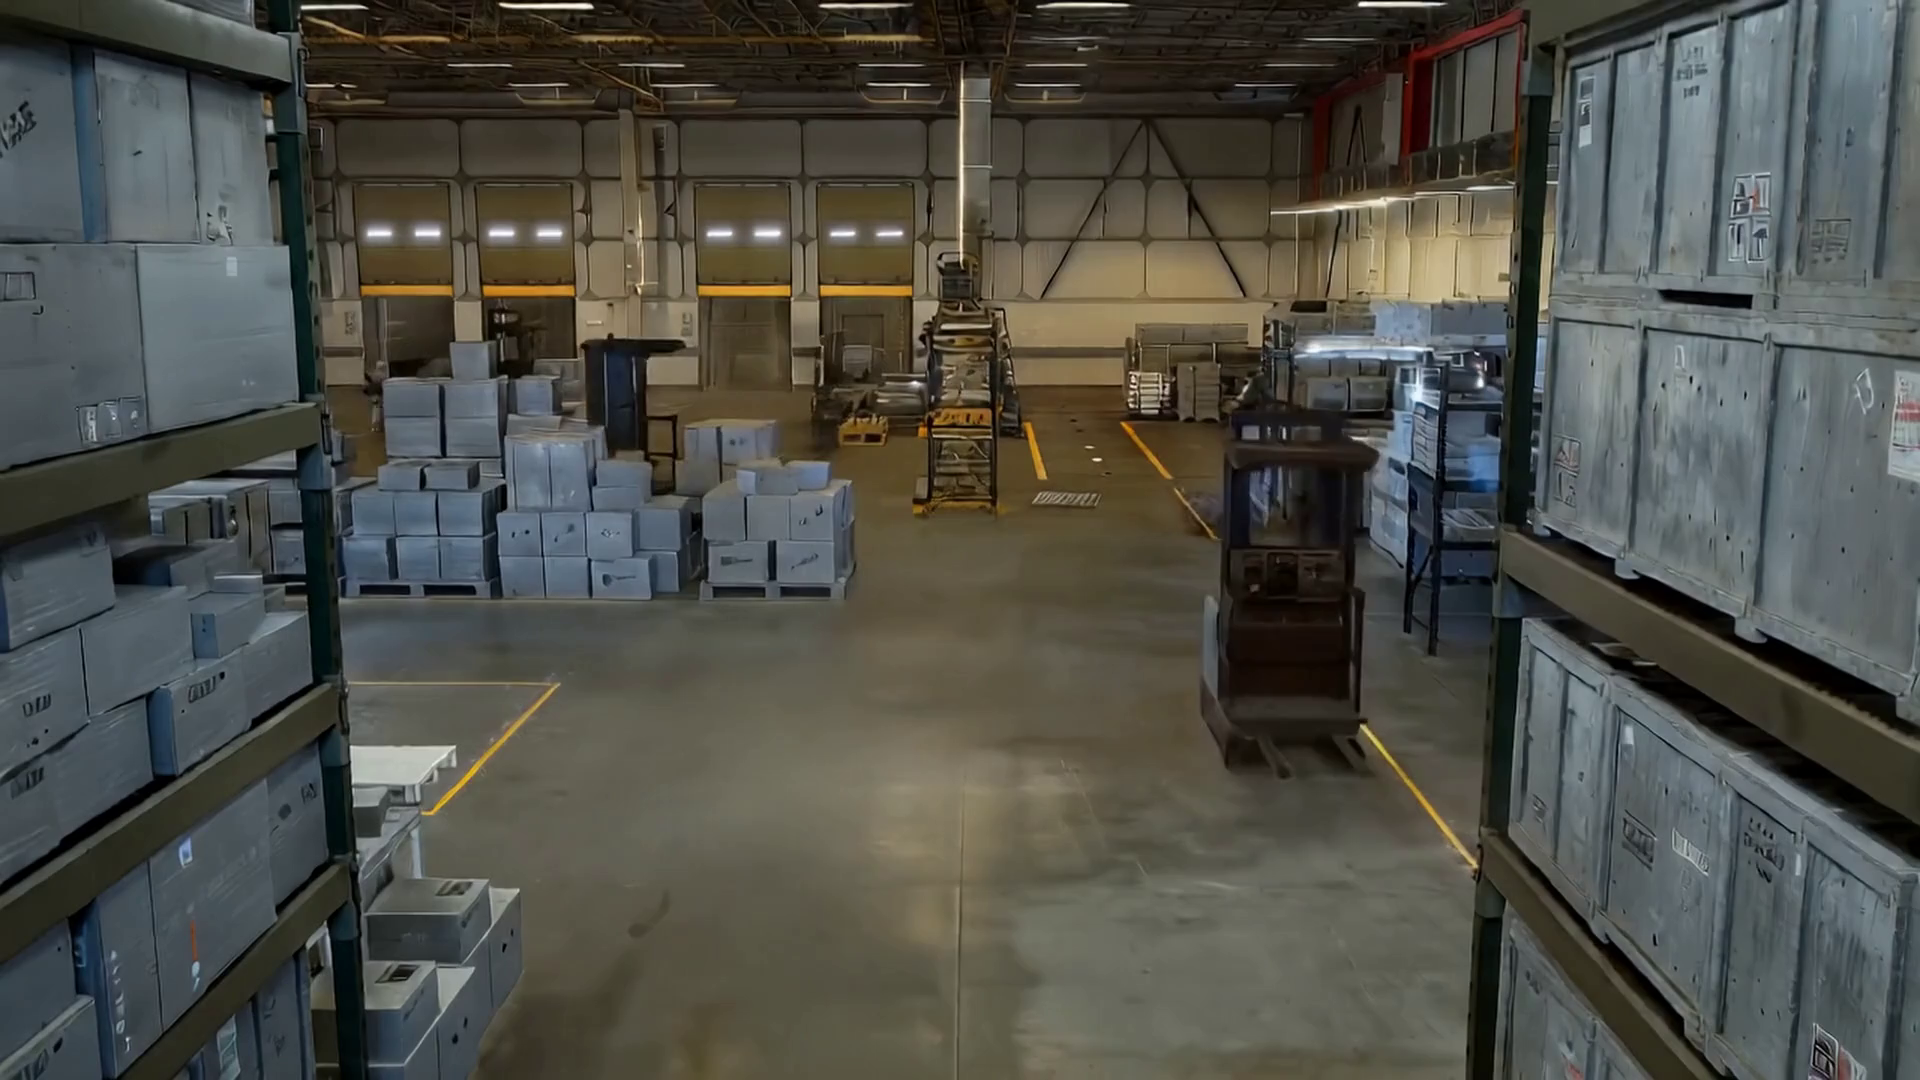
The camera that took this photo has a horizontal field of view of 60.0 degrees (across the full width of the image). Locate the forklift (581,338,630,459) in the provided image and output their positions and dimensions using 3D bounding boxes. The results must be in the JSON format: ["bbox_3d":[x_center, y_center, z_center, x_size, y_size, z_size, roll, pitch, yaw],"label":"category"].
[{"bbox_3d":[-5.320,-1.639,25.159,1.873,2.768,1.129,3,10,15],"label":"forklift"}]

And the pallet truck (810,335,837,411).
[{"bbox_3d":[-3.021,-4.312,43.126,1.885,1.965,0.823,3,10,17],"label":"pallet truck"}]

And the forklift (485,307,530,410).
[{"bbox_3d":[-10.753,-4.150,39.645,1.129,2.768,1.873,0,10,1],"label":"forklift"}]

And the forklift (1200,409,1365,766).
[{"bbox_3d":[2.690,0.295,14.000,1.129,2.768,1.873,0,10,1],"label":"forklift"}]

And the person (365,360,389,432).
[{"bbox_3d":[-13.433,-3.325,38.373,0.431,1.664,0.529,9,13,41],"label":"person"}]
